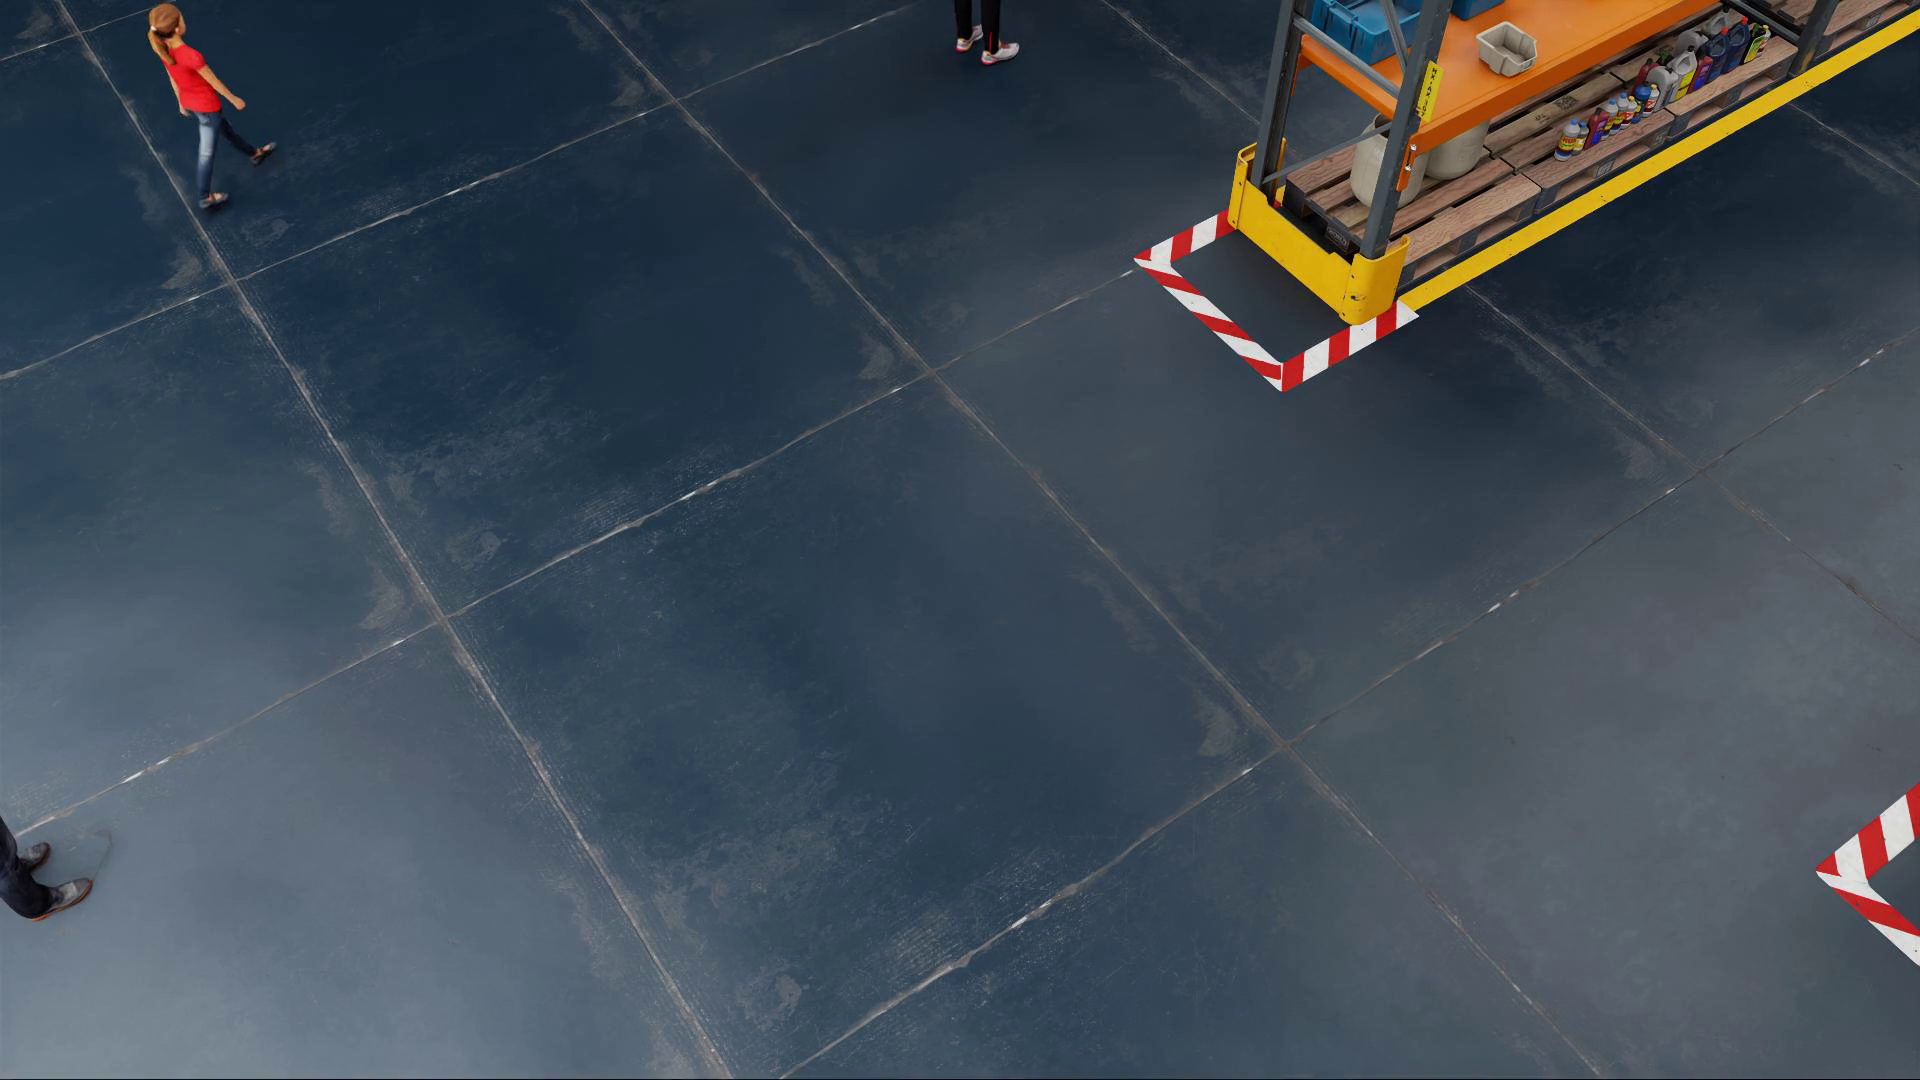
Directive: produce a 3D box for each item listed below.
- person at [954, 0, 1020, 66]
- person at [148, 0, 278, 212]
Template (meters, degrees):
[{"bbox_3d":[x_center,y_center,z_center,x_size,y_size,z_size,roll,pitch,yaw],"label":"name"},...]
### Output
[{"bbox_3d":[0.141,-3.875,10.614,0.682,1.763,0.595,37,61,25],"label":"person"},{"bbox_3d":[-4.551,-2.536,9.884,0.687,1.276,0.962,28,57,20],"label":"person"}]
